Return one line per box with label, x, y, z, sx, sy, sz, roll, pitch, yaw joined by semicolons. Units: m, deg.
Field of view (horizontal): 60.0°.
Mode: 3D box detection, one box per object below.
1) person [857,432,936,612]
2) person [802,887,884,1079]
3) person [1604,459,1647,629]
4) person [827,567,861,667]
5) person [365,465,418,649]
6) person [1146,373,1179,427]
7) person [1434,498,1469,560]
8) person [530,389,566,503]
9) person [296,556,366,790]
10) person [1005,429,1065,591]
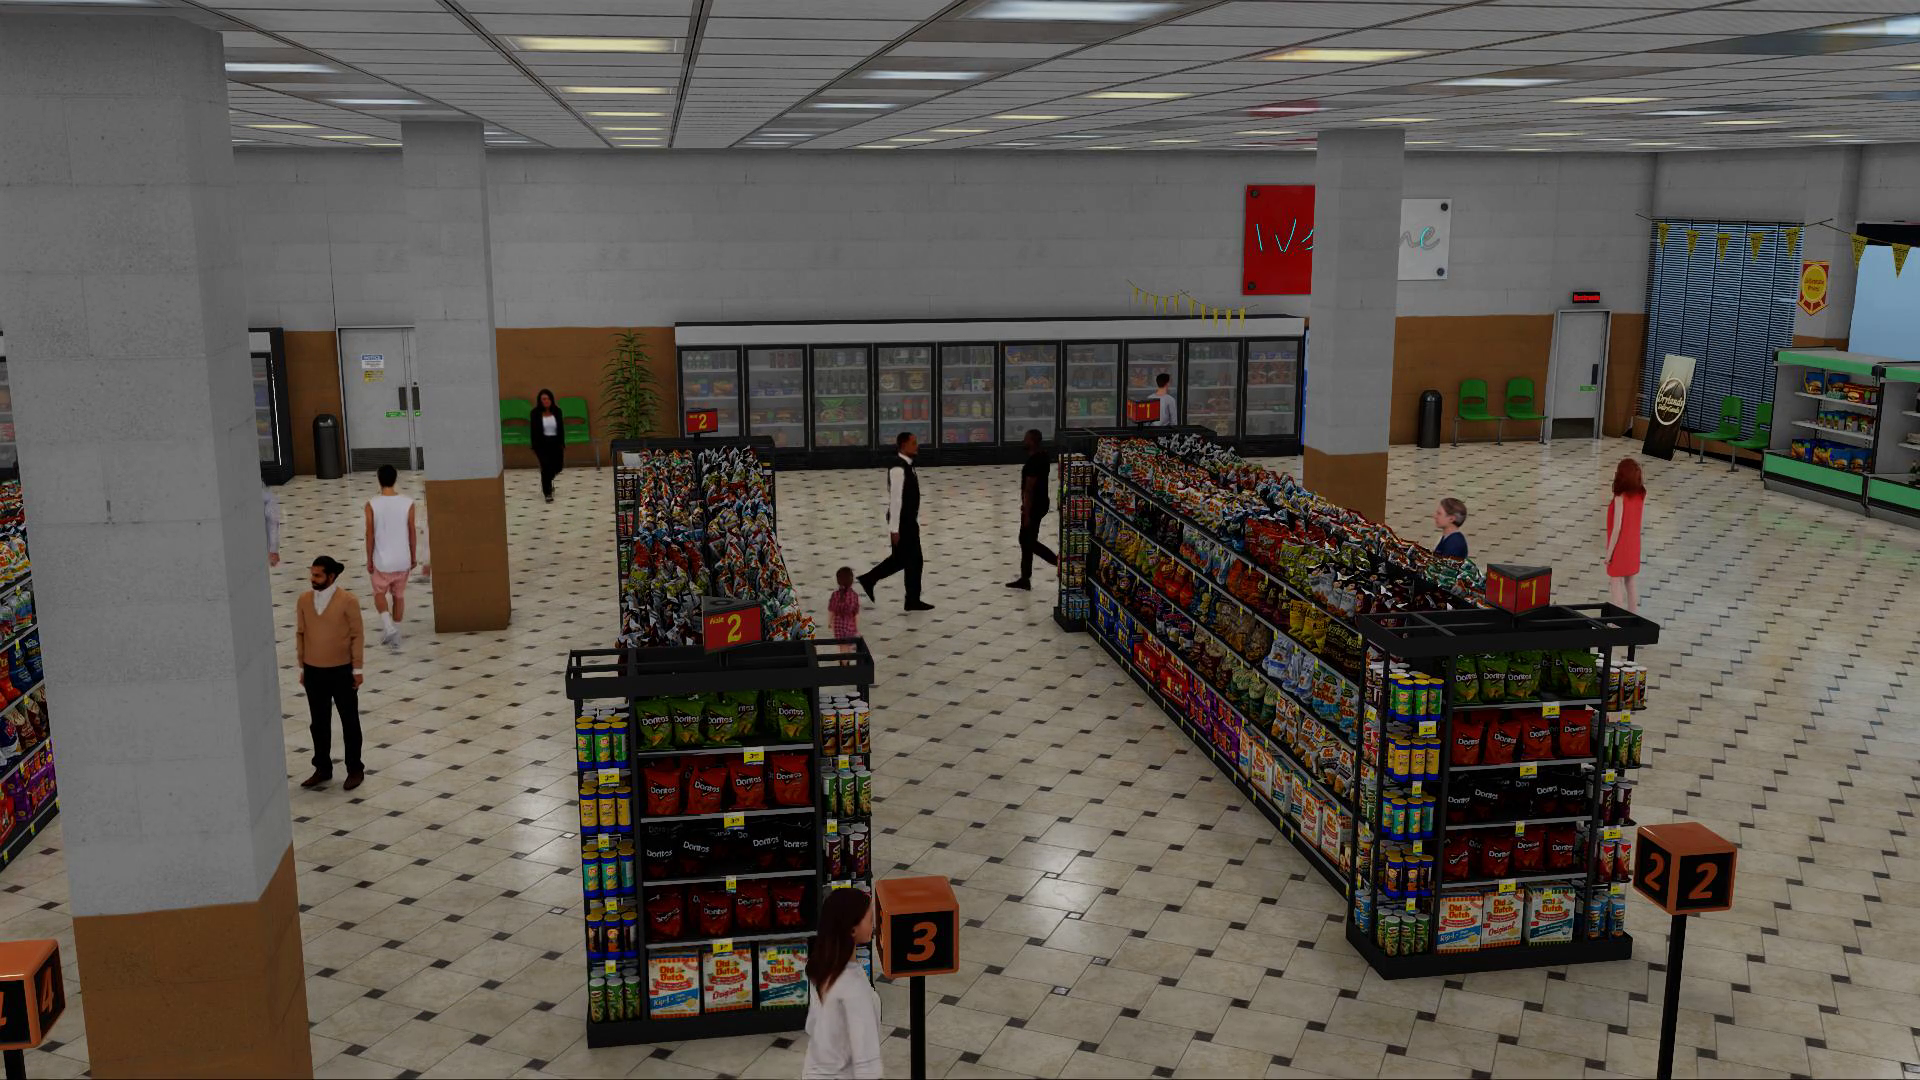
person;-0.690;-0.183;17.438;0.919;1.893;1.082;1;12;5
person;-0.544;2.198;6.657;0.761;1.677;0.650;-5;13;-24
person;6.473;0.110;16.205;0.666;1.827;0.630;-7;14;-31
person;-1.051;0.769;15.087;0.467;0.999;0.737;-3;12;-15
person;-5.442;0.191;15.964;0.770;1.768;0.849;-7;14;-30
person;2.841;-1.438;23.511;0.699;1.847;0.756;8;14;33
person;4.096;0.564;13.955;0.792;1.867;0.657;4;13;19
person;-5.893;-1.353;23.700;0.824;1.603;0.921;-8;14;-34
person;-4.663;0.963;12.339;0.724;1.752;0.694;1;12;7
person;0.892;-0.304;18.241;1.003;1.800;1.081;3;12;16
